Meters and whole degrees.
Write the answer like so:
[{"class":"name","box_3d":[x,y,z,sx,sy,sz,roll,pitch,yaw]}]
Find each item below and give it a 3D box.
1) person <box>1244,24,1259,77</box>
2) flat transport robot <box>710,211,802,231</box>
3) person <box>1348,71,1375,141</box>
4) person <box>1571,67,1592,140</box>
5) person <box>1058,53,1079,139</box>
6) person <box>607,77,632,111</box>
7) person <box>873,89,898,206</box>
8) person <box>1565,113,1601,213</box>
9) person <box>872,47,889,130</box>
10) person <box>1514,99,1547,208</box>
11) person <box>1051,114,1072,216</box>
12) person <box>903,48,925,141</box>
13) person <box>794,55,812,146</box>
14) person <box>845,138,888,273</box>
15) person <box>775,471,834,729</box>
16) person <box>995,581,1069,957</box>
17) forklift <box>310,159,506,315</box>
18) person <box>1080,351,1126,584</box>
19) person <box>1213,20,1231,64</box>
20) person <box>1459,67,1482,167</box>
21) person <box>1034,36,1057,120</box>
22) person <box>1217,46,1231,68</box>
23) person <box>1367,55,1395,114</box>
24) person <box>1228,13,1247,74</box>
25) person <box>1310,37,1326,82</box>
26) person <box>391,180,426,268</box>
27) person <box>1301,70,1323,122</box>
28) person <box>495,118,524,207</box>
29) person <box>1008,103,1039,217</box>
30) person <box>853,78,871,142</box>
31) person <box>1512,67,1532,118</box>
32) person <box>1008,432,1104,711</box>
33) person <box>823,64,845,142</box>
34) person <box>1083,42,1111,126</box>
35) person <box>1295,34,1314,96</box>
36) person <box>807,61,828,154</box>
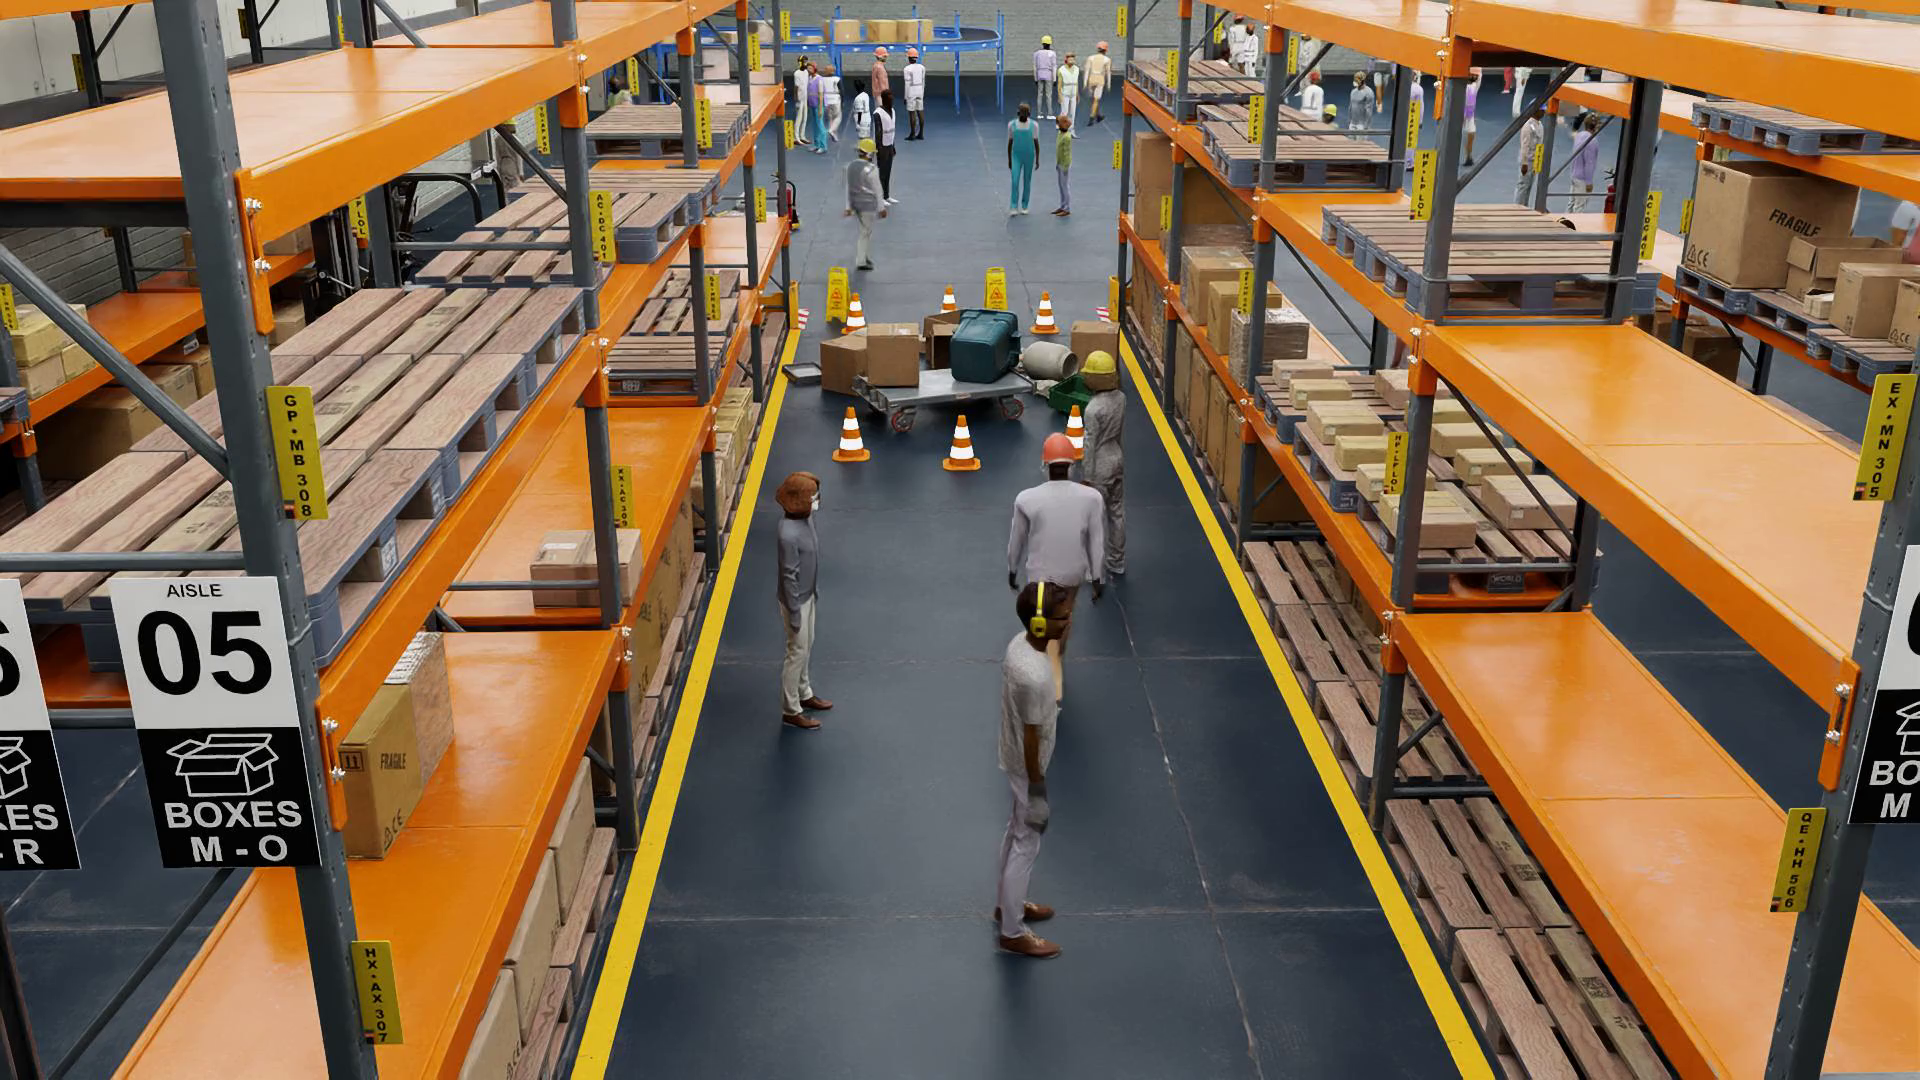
[{"class":"person","box_3d":[7.779,-12.879,44.619,0.358,1.880,0.574,-7,22,-17]},{"class":"flat transport robot","box_3d":[-3.262,-4.988,26.000,1.431,0.197,0.652,6,21,14]},{"class":"person","box_3d":[7.407,-7.702,30.875,0.376,1.928,0.636,-9,22,-22]},{"class":"person","box_3d":[13.450,-9.471,35.872,0.405,1.680,0.552,14,25,33]},{"class":"person","box_3d":[2.340,-9.636,36.115,0.572,1.833,0.395,-16,26,-36]},{"class":"person","box_3d":[-6.347,-7.677,30.938,0.656,1.825,0.465,19,28,41]},{"class":"person","box_3d":[-1.273,-6.619,28.022,0.370,1.915,0.597,9,22,22]},{"class":"person","box_3d":[9.183,-5.306,24.520,0.377,1.940,0.628,0,21,1]},{"class":"person","box_3d":[-1.688,-9.514,35.564,0.380,1.994,0.614,-6,22,-16]},{"class":"person","box_3d":[9.006,-5.985,26.299,0.376,1.950,0.614,14,25,33]},{"class":"person","box_3d":[1.673,-6.084,27.015,0.284,1.627,0.504,-4,21,-11]},{"class":"person","box_3d":[-1.004,-9.617,35.915,0.542,1.939,0.368,-17,27,-38]},{"class":"person","box_3d":[-3.344,-9.302,35.202,0.350,1.857,0.512,9,22,22]},{"class":"person","box_3d":[-1.252,-4.588,22.803,0.594,1.802,0.571,-16,26,-37]},{"class":"person","box_3d":[-0.952,0.355,9.996,0.295,1.622,0.511,2,21,6]},{"class":"person","box_3d":[0.335,1.055,7.809,0.307,1.867,0.553,-1,21,-2]},{"class":"forklift","box_3d":[-5.622,-2.910,17.832,2.313,2.155,1.214,-1,21,-1]},{"class":"person","box_3d":[1.021,-0.536,12.199,0.322,1.738,0.487,15,25,34]},{"class":"person","box_3d":[7.005,-13.157,45.130,0.725,2.000,1.039,-2,21,-7]},{"class":"person","box_3d":[9.825,-8.225,32.283,0.617,1.900,0.658,-15,25,-34]},{"class":"person","box_3d":[2.036,-10.999,39.583,0.584,1.929,0.371,11,23,27]},{"class":"person","box_3d":[5.760,-9.929,36.788,0.398,1.907,0.600,-6,22,-16]},{"class":"person","box_3d":[10.362,-11.569,41.010,0.626,1.979,1.064,0,21,0]},{"class":"person","box_3d":[7.797,-13.872,47.078,0.640,1.992,1.013,-8,22,-19]},{"class":"person","box_3d":[10.243,-13.999,47.976,0.847,1.584,0.510,-17,26,-37]},{"class":"person","box_3d":[-7.688,-4.775,23.119,0.373,1.934,0.551,-2,21,-4]},{"class":"person","box_3d":[6.750,-8.054,31.923,0.541,1.868,0.638,-6,22,-16]},{"class":"person","box_3d":[-6.999,-5.746,25.962,0.486,1.740,0.314,12,24,28]},{"class":"person","box_3d":[1.022,-6.124,26.874,0.510,1.800,0.847,0,21,1]},{"class":"person","box_3d":[-1.890,-8.044,32.101,0.322,1.692,0.533,5,21,13]},{"class":"person","box_3d":[13.484,-11.092,39.802,0.406,1.947,0.607,6,22,15]},{"class":"person","box_3d":[0.594,0.165,10.391,0.580,1.701,0.934,-4,21,-9]},{"class":"person","box_3d":[-2.758,-9.360,35.672,0.535,1.618,0.459,10,23,24]},{"class":"person","box_3d":[3.194,-10.599,38.618,0.615,1.860,1.005,9,22,22]},{"class":"person","box_3d":[9.226,-12.777,44.555,0.320,1.737,0.483,-12,24,-28]},{"class":"person","box_3d":[-2.930,-8.864,34.073,0.394,1.836,0.561,-12,24,-29]}]
